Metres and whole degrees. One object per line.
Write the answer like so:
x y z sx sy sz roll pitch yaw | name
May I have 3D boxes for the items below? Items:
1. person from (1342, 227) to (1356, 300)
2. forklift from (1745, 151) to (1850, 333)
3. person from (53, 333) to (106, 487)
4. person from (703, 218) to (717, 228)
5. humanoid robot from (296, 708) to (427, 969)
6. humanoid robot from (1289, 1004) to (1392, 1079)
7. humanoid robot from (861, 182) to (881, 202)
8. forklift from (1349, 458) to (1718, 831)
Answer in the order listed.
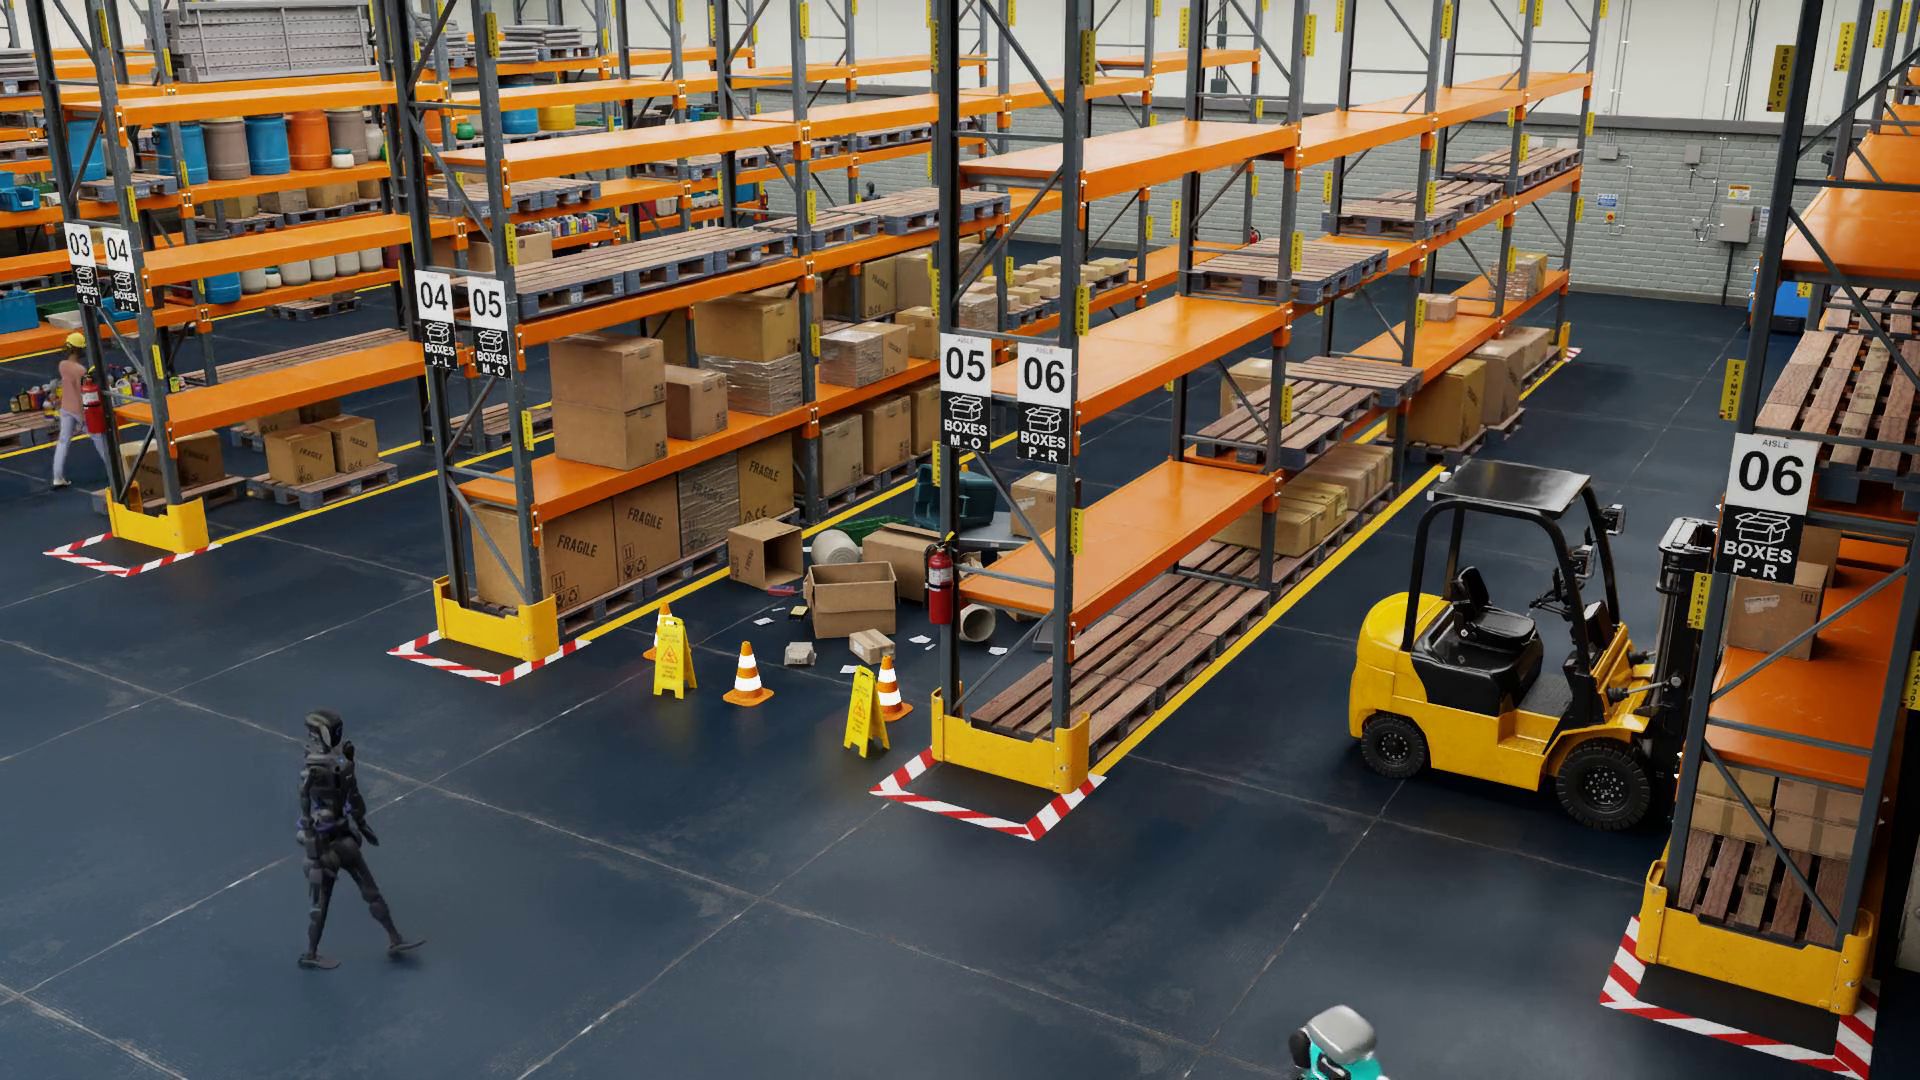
6.792 -5.054 29.069 0.511 1.680 0.539 17 25 40 | person
13.620 -4.667 26.137 1.873 2.768 1.129 11 22 29 | forklift
-9.875 -1.464 18.641 0.534 1.699 0.951 11 22 28 | person
-5.245 -7.057 34.849 0.488 1.688 0.350 -6 20 -17 | person
-3.528 1.721 9.520 0.717 1.630 0.598 3 19 10 | humanoid robot
1.265 2.757 6.552 0.788 1.866 0.548 -12 23 -32 | humanoid robot
-1.685 -6.122 32.255 0.612 1.628 0.793 -10 22 -27 | humanoid robot
3.988 0.658 11.776 2.313 2.155 1.214 11 22 29 | forklift
